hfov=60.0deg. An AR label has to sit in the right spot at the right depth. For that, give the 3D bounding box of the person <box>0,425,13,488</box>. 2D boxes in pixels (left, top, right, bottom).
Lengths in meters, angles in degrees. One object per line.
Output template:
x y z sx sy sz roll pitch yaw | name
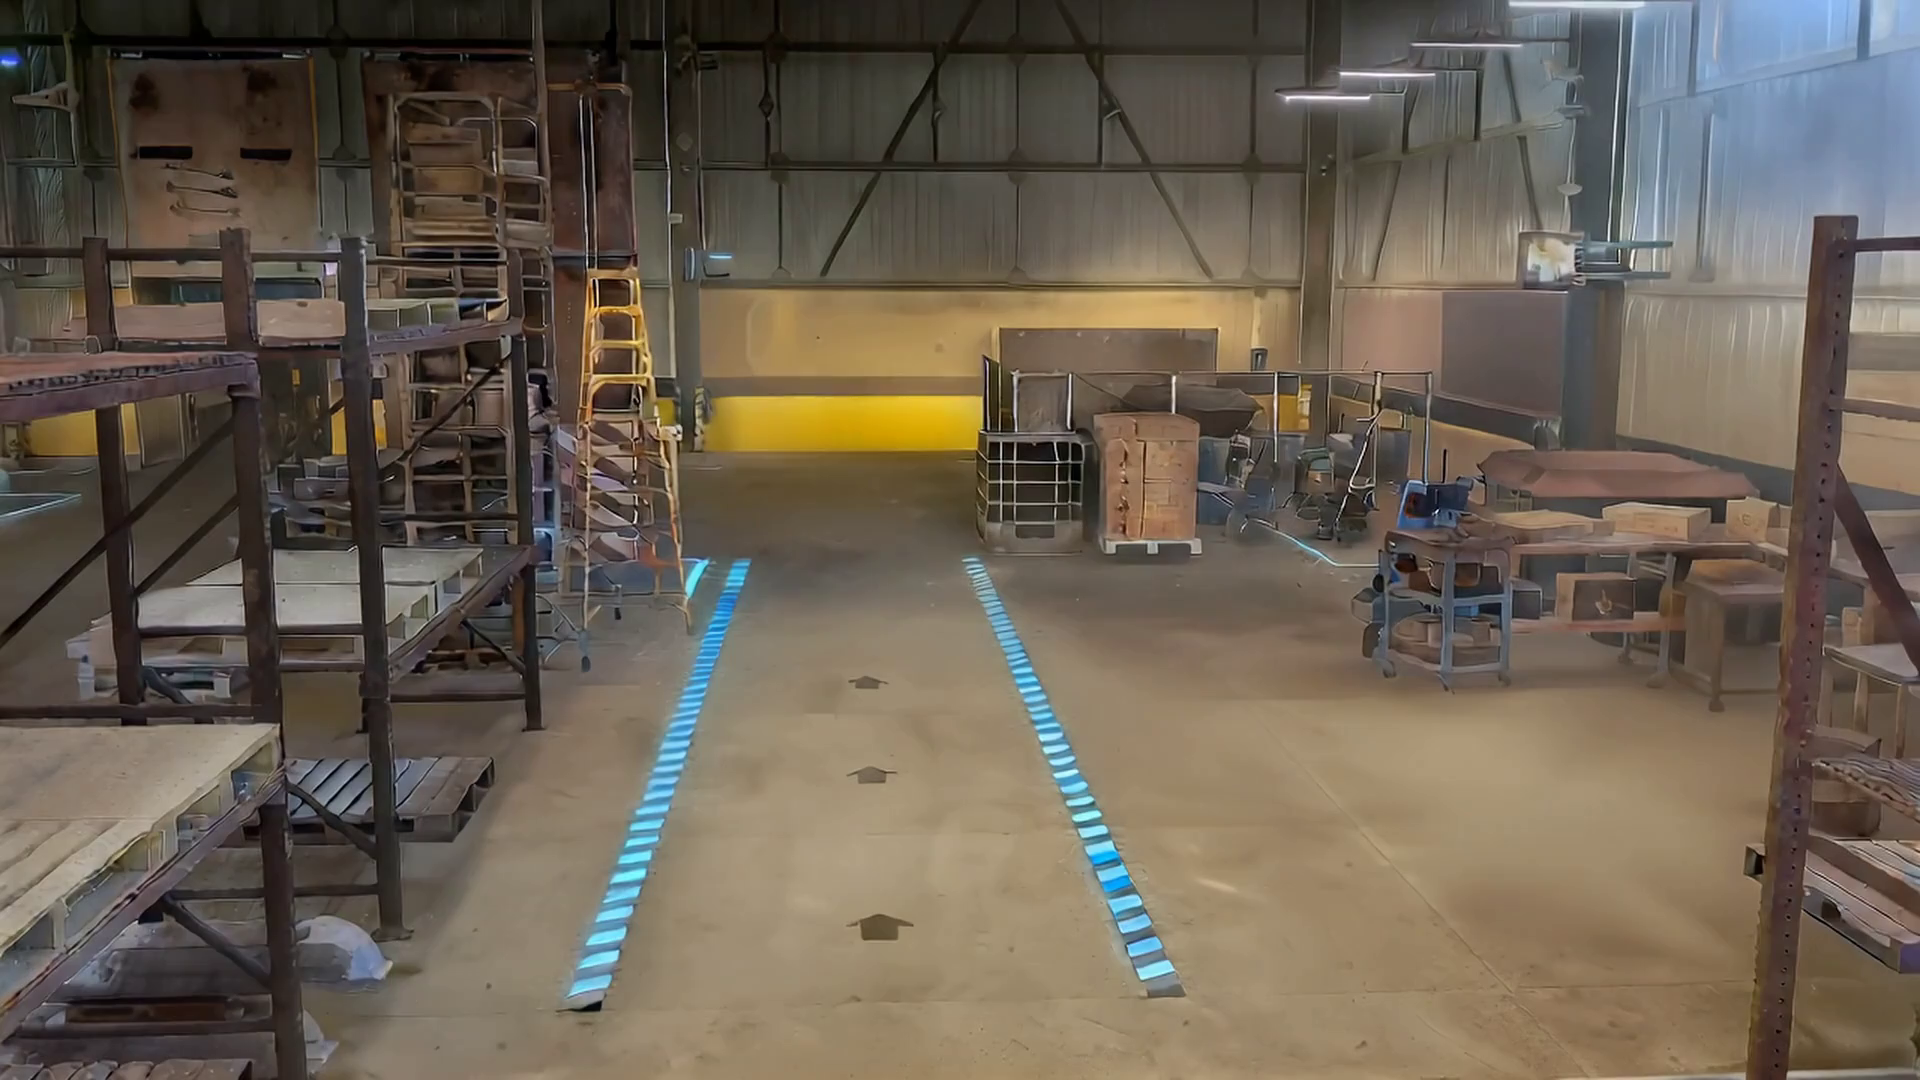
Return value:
-13.152 -1.667 22.584 0.389 1.930 0.544 -8 12 -41 | person

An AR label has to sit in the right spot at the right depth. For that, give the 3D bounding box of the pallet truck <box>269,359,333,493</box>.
-7.062 -1.131 18.996 1.885 1.965 0.823 2 9 13 | pallet truck
